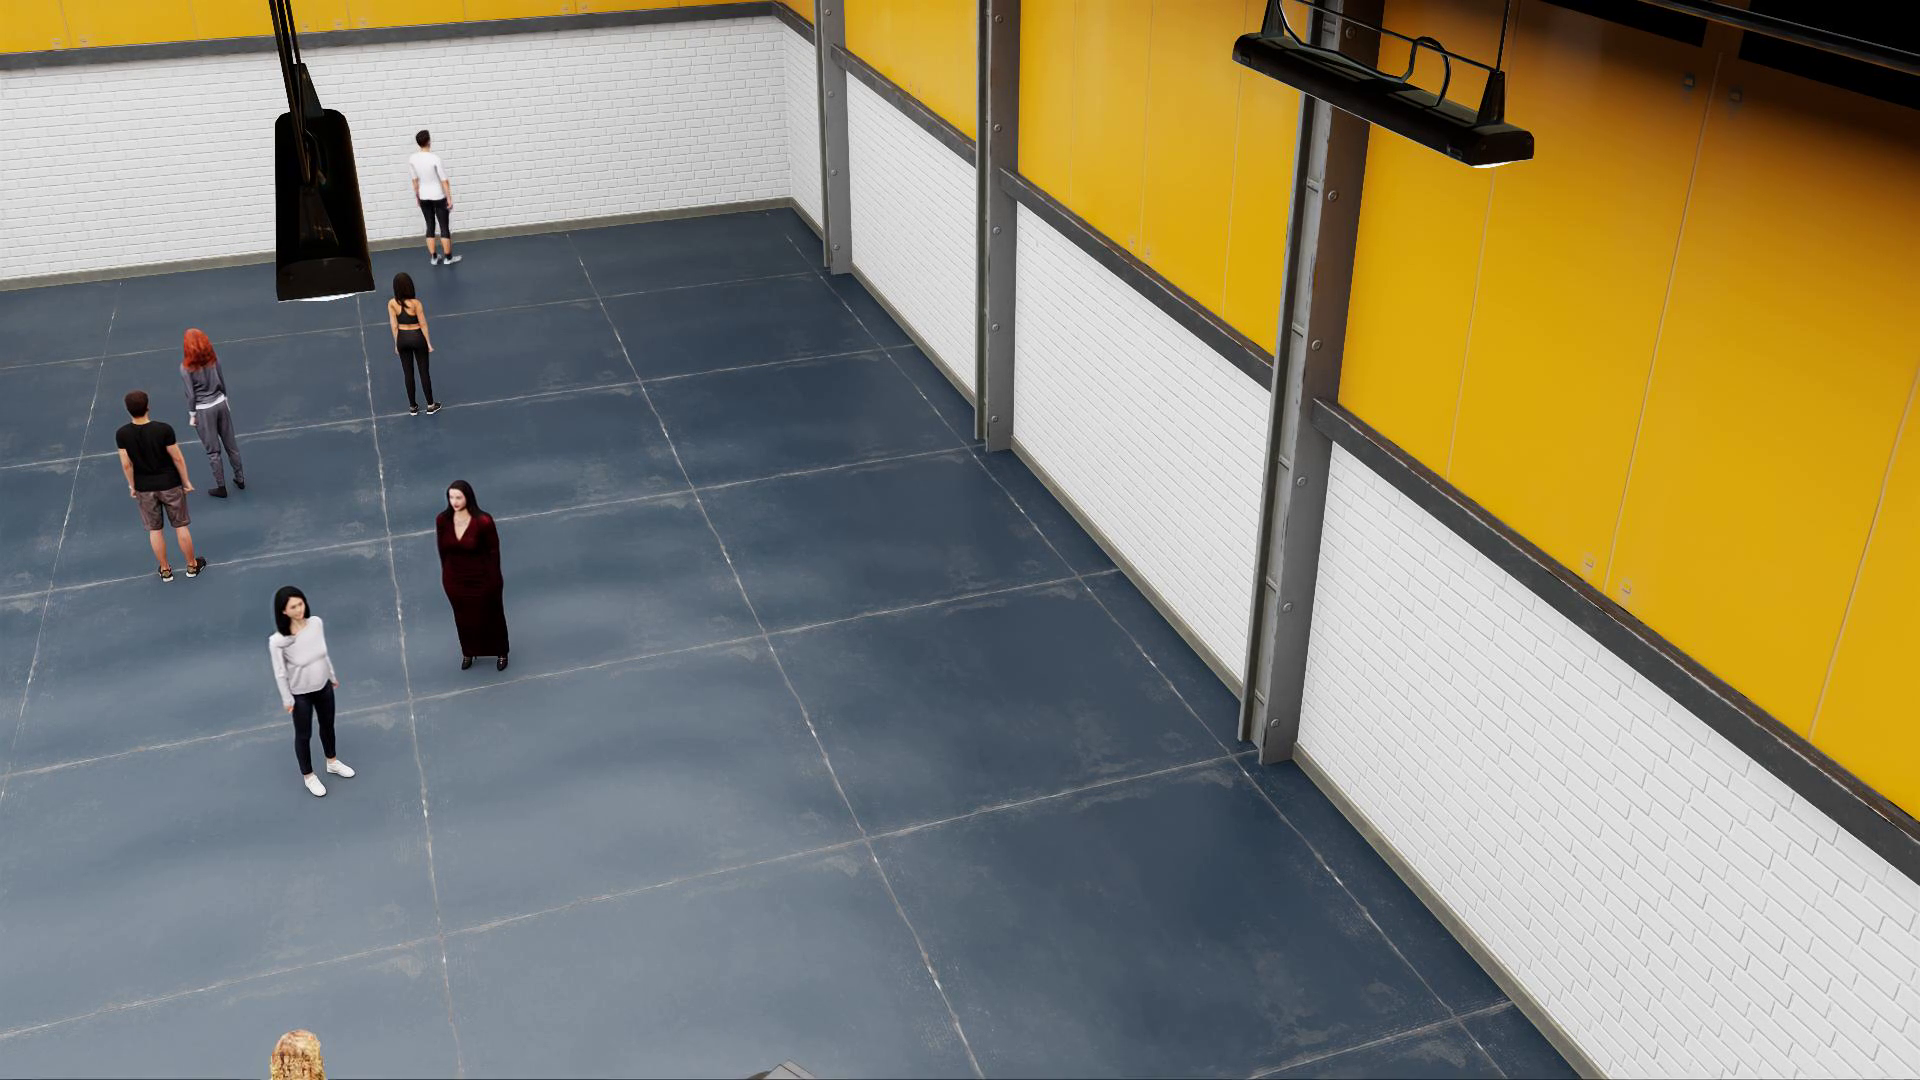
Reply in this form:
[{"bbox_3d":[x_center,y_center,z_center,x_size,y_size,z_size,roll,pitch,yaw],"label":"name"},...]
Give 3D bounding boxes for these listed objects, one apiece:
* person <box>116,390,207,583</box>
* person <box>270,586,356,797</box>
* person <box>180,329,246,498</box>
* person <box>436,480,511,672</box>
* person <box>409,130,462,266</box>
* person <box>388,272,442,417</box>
[{"bbox_3d":[-7.299,-0.497,15.117,0.680,1.862,0.566,-9,30,-16],"label":"person"},{"bbox_3d":[-4.850,1.090,12.377,0.733,1.700,0.698,17,33,28],"label":"person"},{"bbox_3d":[-7.495,-1.282,16.641,0.679,1.780,0.651,18,33,30],"label":"person"},{"bbox_3d":[-4.036,0.290,13.783,0.755,1.757,0.753,3,29,5],"label":"person"},{"bbox_3d":[-7.246,-4.704,22.839,0.755,1.851,0.744,5,29,9],"label":"person"},{"bbox_3d":[-6.072,-2.175,18.420,0.602,1.644,0.571,-2,29,-3],"label":"person"}]
